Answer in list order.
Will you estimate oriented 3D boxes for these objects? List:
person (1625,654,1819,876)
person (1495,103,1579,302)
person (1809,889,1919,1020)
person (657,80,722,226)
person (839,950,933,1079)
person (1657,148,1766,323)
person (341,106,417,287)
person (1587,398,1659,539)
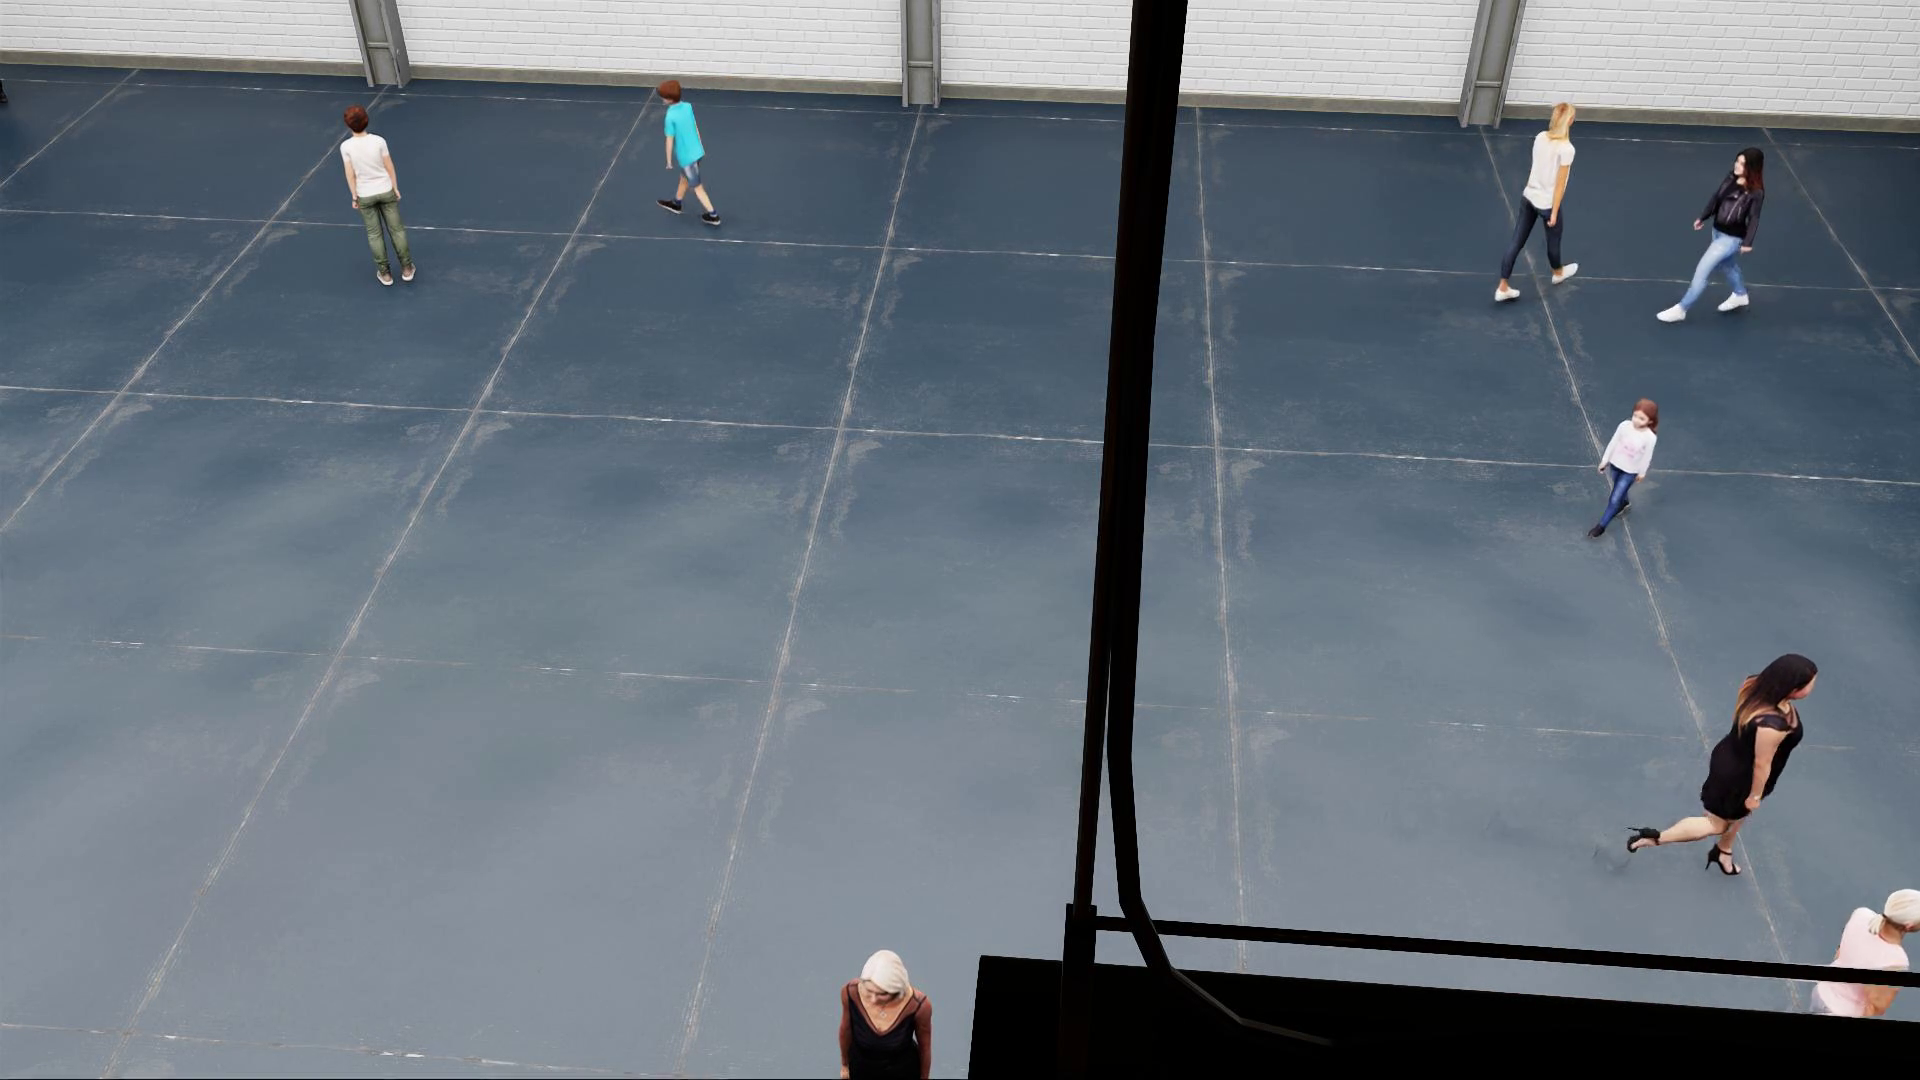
[{"bbox_3d":[4.259,1.289,9.246,0.975,1.696,0.708,8,39,10],"label":"person"},{"bbox_3d":[4.946,-2.869,14.395,1.188,1.768,1.033,-19,42,-22],"label":"person"},{"bbox_3d":[4.203,2.256,8.024,0.941,1.710,0.680,-5,39,-7],"label":"person"},{"bbox_3d":[-2.490,-3.626,15.628,0.974,1.412,0.734,20,43,23],"label":"person"},{"bbox_3d":[-0.339,2.453,7.750,0.502,1.744,0.688,10,40,12],"label":"person"},{"bbox_3d":[6.615,-2.593,14.191,1.162,1.590,0.790,-4,39,-5],"label":"person"},{"bbox_3d":[-5.168,-3.051,14.713,0.614,1.654,0.719,-15,41,-18],"label":"person"},{"bbox_3d":[4.856,-0.568,12.058,0.833,1.087,0.756,-26,45,-29],"label":"person"}]
